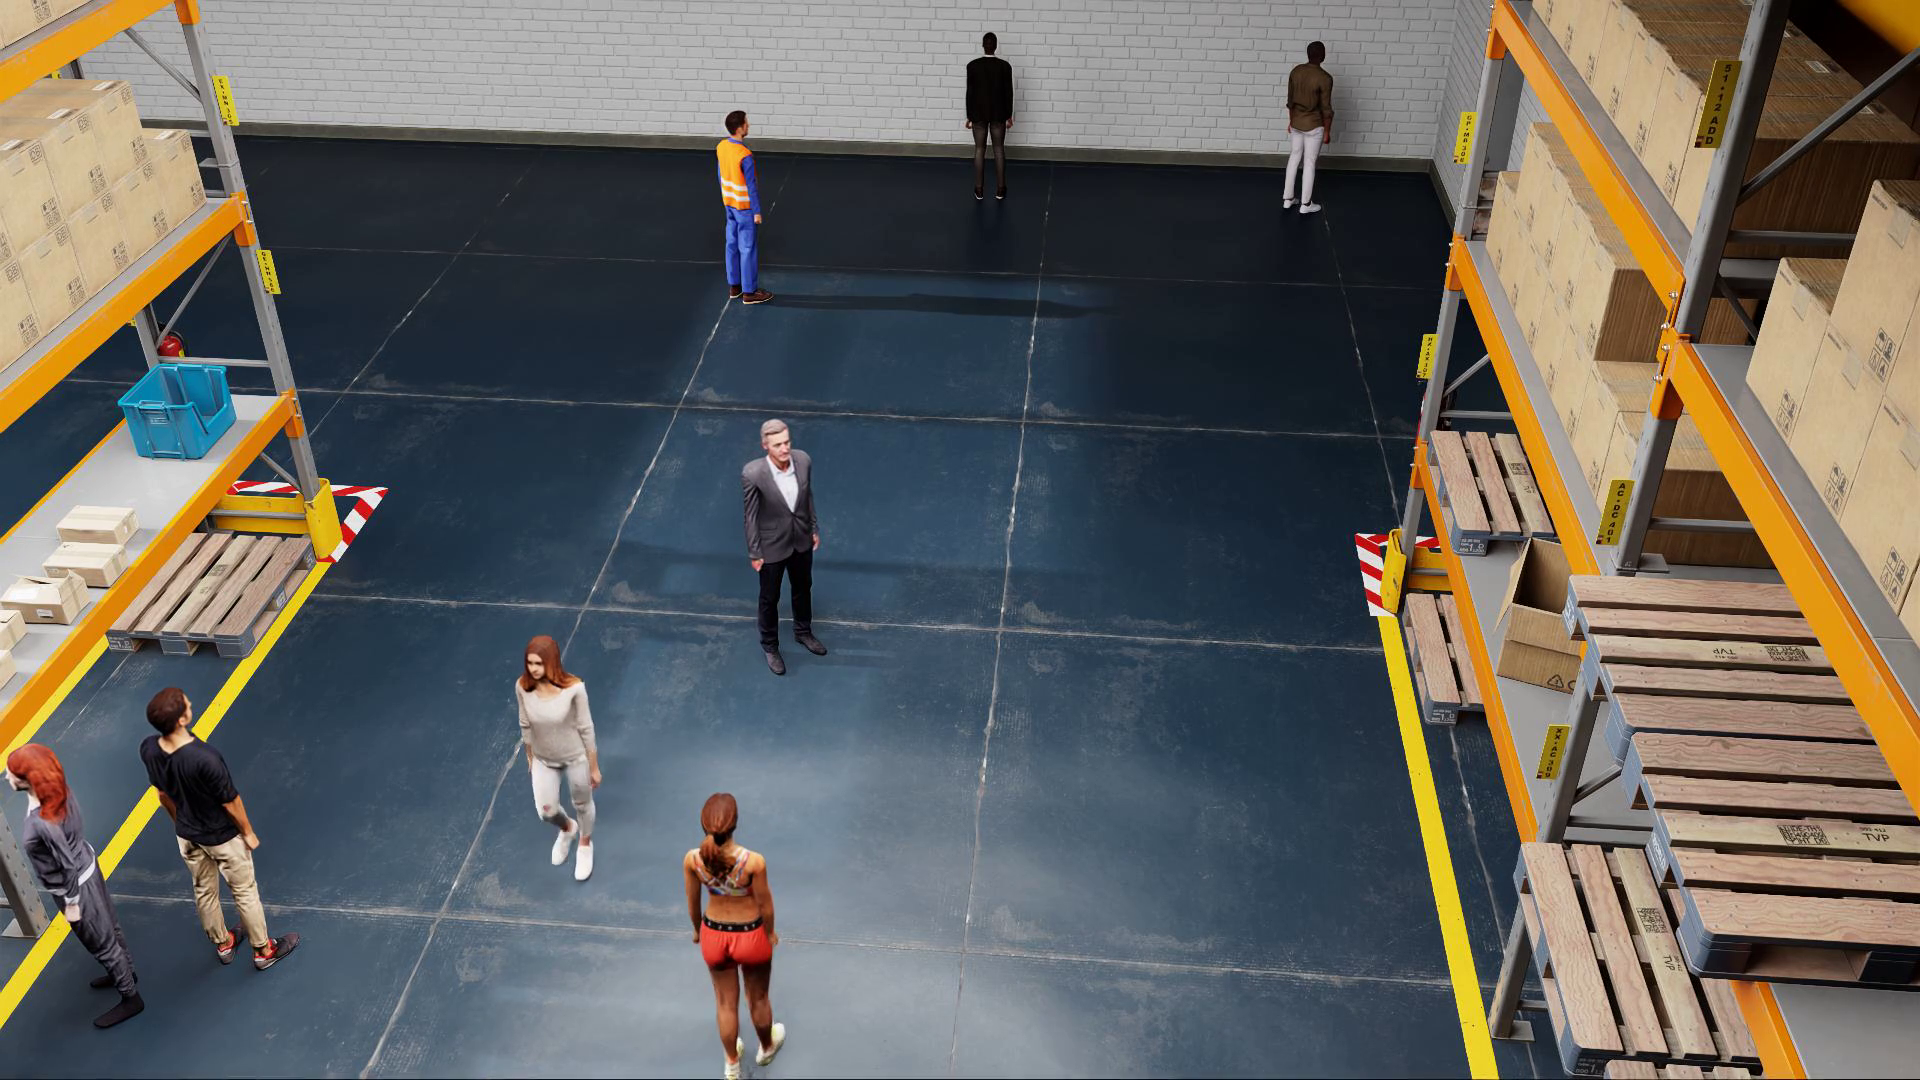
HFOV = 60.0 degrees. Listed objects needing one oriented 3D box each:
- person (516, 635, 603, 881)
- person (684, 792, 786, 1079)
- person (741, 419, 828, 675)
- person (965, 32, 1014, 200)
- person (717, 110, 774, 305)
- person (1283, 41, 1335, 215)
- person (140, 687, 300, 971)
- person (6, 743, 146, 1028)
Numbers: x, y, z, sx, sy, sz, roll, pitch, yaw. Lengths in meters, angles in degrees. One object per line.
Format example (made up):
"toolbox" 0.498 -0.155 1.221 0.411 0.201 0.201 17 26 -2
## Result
"person" -2.225 1.165 9.420 0.604 1.696 0.584 2 34 2
"person" -1.110 1.962 8.133 0.575 1.793 0.592 4 34 5
"person" -1.172 0.002 11.038 0.797 1.842 0.850 -24 40 -31
"person" 0.313 -4.579 17.969 0.679 1.799 0.557 0 34 0
"person" -2.080 -3.168 15.789 0.840 1.862 0.786 -26 42 -34
"person" 3.689 -4.385 17.654 0.835 1.825 0.791 -27 42 -34
"person" -3.942 1.525 8.731 0.663 1.859 0.573 8 34 12
"person" -4.509 1.740 8.479 0.718 1.780 0.609 -16 37 -22
